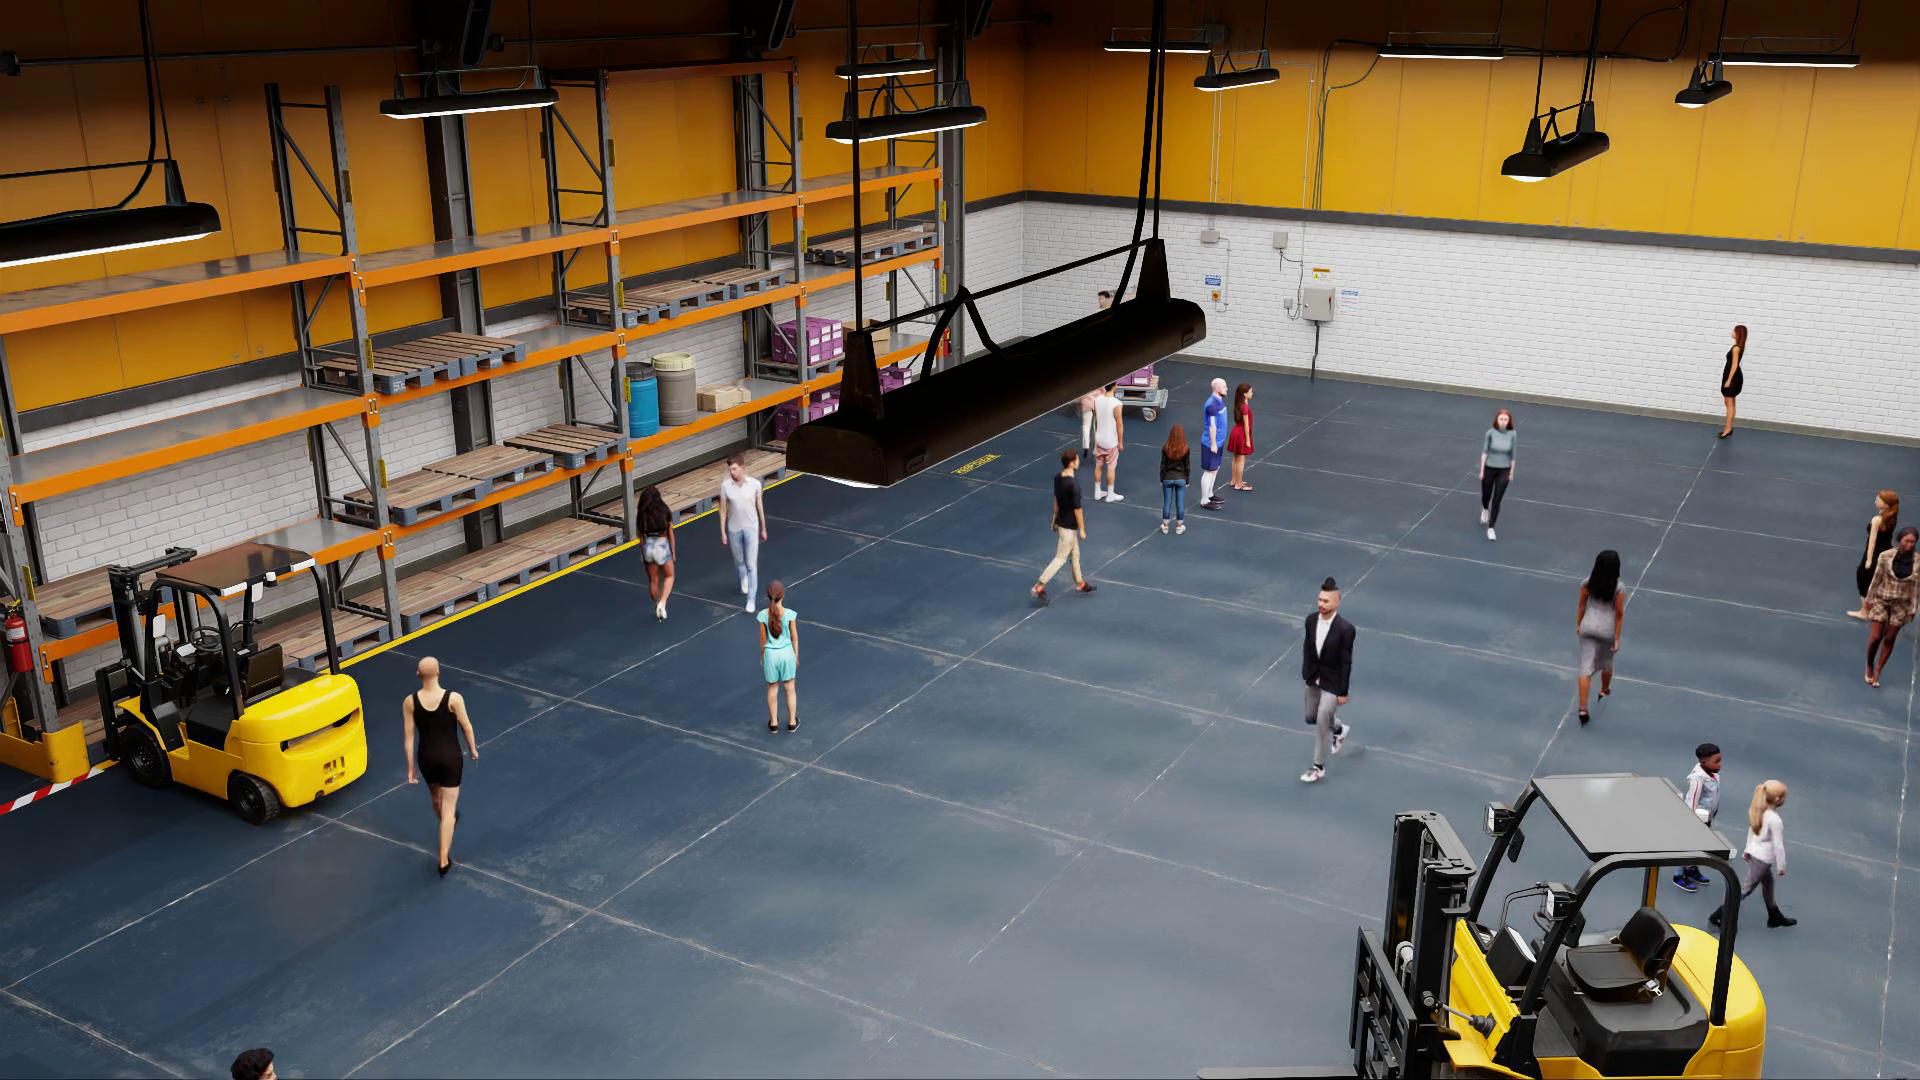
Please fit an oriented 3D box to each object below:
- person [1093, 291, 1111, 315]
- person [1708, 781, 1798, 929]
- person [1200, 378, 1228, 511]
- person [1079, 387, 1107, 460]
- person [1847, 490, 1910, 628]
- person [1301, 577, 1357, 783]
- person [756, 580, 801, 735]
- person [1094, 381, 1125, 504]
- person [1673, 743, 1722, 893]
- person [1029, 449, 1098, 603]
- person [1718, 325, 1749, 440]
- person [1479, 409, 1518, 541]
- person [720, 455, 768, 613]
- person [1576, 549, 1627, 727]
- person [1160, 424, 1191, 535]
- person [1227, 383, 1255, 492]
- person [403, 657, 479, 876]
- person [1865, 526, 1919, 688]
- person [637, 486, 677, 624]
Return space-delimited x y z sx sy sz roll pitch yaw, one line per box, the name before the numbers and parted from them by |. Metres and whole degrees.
person | 2.669 -3.703 30.271 0.692 1.713 0.657 17 25 41
person | 6.069 2.443 12.738 0.813 1.255 0.913 1 19 3
person | 3.520 -1.354 23.098 0.771 1.839 0.569 6 20 18
person | 2.015 -2.063 25.412 0.824 1.706 1.052 3 19 8
person | 10.435 0.229 18.772 0.974 1.601 0.942 -8 20 -23
person | 3.415 1.248 15.221 1.099 1.935 0.920 -15 24 -37
person | -1.760 1.127 16.171 0.645 1.557 0.683 -1 19 -2
person | 2.066 -1.424 23.387 0.651 1.786 0.697 -17 25 -42
person | 5.961 2.208 13.431 0.493 1.258 0.583 -17 25 -40
person | 1.174 -0.136 19.506 1.257 1.823 1.120 -7 20 -21
person | 12.355 -2.530 26.598 0.643 1.834 0.462 11 22 30
person | 7.055 -0.891 21.891 0.762 1.733 0.967 4 19 10
person | -2.542 -0.126 19.497 1.140 1.811 1.317 -2 19 -5
person | 6.228 0.984 16.303 0.629 1.744 1.066 12 22 31
person | 2.845 -0.813 22.051 0.620 1.481 0.626 2 19 5
person | 4.059 -1.504 23.990 0.739 1.554 0.679 -3 19 -10
person | -4.284 1.874 13.624 1.042 1.769 1.231 0 19 -1
person | 9.589 0.673 17.179 0.657 1.775 0.649 6 20 18
person | -3.445 0.202 18.828 0.696 1.616 0.759 2 19 6
